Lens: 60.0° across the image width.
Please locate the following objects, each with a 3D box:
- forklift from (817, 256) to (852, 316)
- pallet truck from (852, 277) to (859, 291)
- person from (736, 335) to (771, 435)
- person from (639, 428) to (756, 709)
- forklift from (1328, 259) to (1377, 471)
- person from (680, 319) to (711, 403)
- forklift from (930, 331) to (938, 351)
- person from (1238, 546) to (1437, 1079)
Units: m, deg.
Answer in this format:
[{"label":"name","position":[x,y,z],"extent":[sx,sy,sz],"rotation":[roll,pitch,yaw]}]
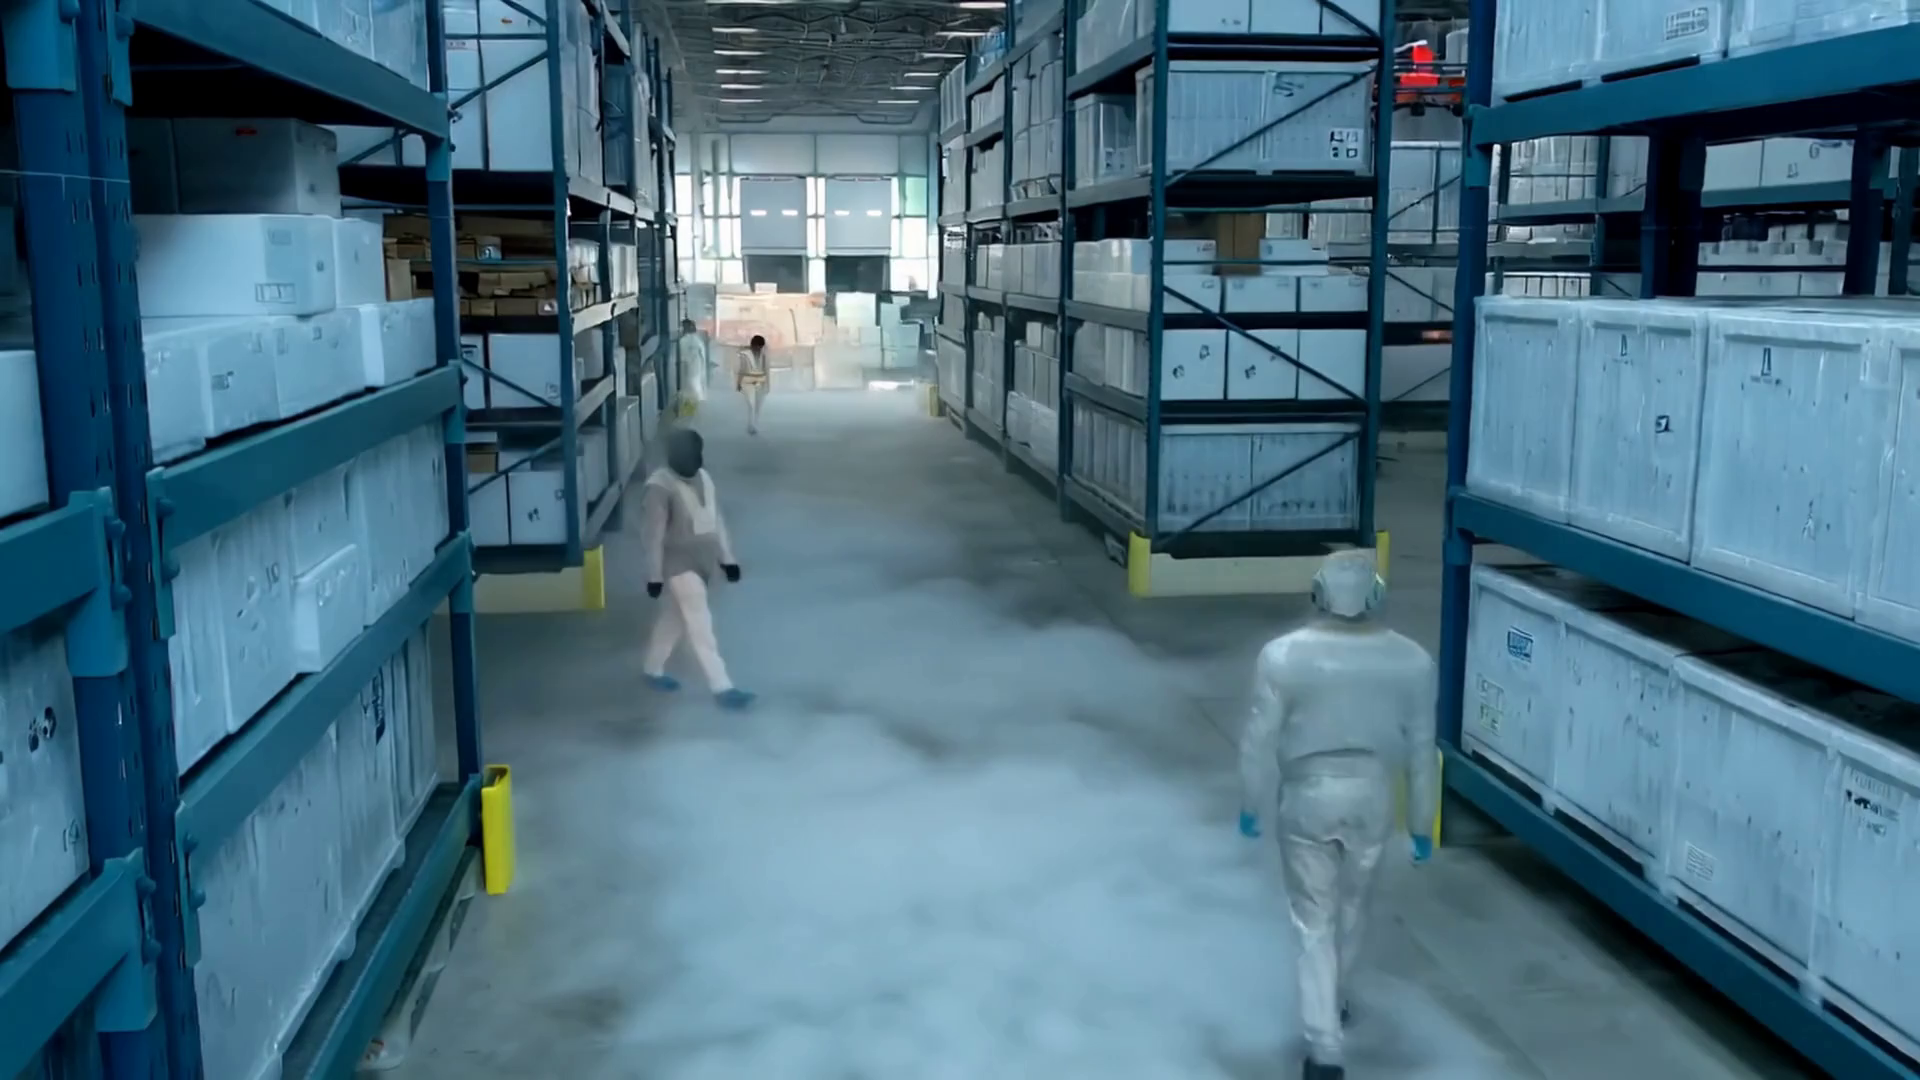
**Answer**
[{"label":"forklift","position":[-4.171,-8.359,57.229],"extent":[1.129,2.768,1.873],"rotation":[-7,12,-35]},{"label":"pallet truck","position":[-3.782,-9.391,65.808],"extent":[1.885,1.965,0.823],"rotation":[2,10,10]},{"label":"person","position":[-3.270,-2.466,26.624],"extent":[0.547,1.596,0.799],"rotation":[-6,12,-33]},{"label":"person","position":[-1.744,0.172,10.738],"extent":[0.955,1.799,0.633],"rotation":[4,11,22]},{"label":"forklift","position":[4.845,-2.410,22.595],"extent":[1.129,2.768,1.873],"rotation":[-1,10,-7]},{"label":"person","position":[-5.305,-3.496,32.496],"extent":[0.881,1.645,0.579],"rotation":[4,11,22]},{"label":"forklift","position":[0.242,-5.144,38.515],"extent":[1.129,2.768,1.873],"rotation":[-8,13,-39]},{"label":"person","position":[1.349,0.959,5.951],"extent":[0.672,1.869,0.973],"rotation":[0,10,1]}]
